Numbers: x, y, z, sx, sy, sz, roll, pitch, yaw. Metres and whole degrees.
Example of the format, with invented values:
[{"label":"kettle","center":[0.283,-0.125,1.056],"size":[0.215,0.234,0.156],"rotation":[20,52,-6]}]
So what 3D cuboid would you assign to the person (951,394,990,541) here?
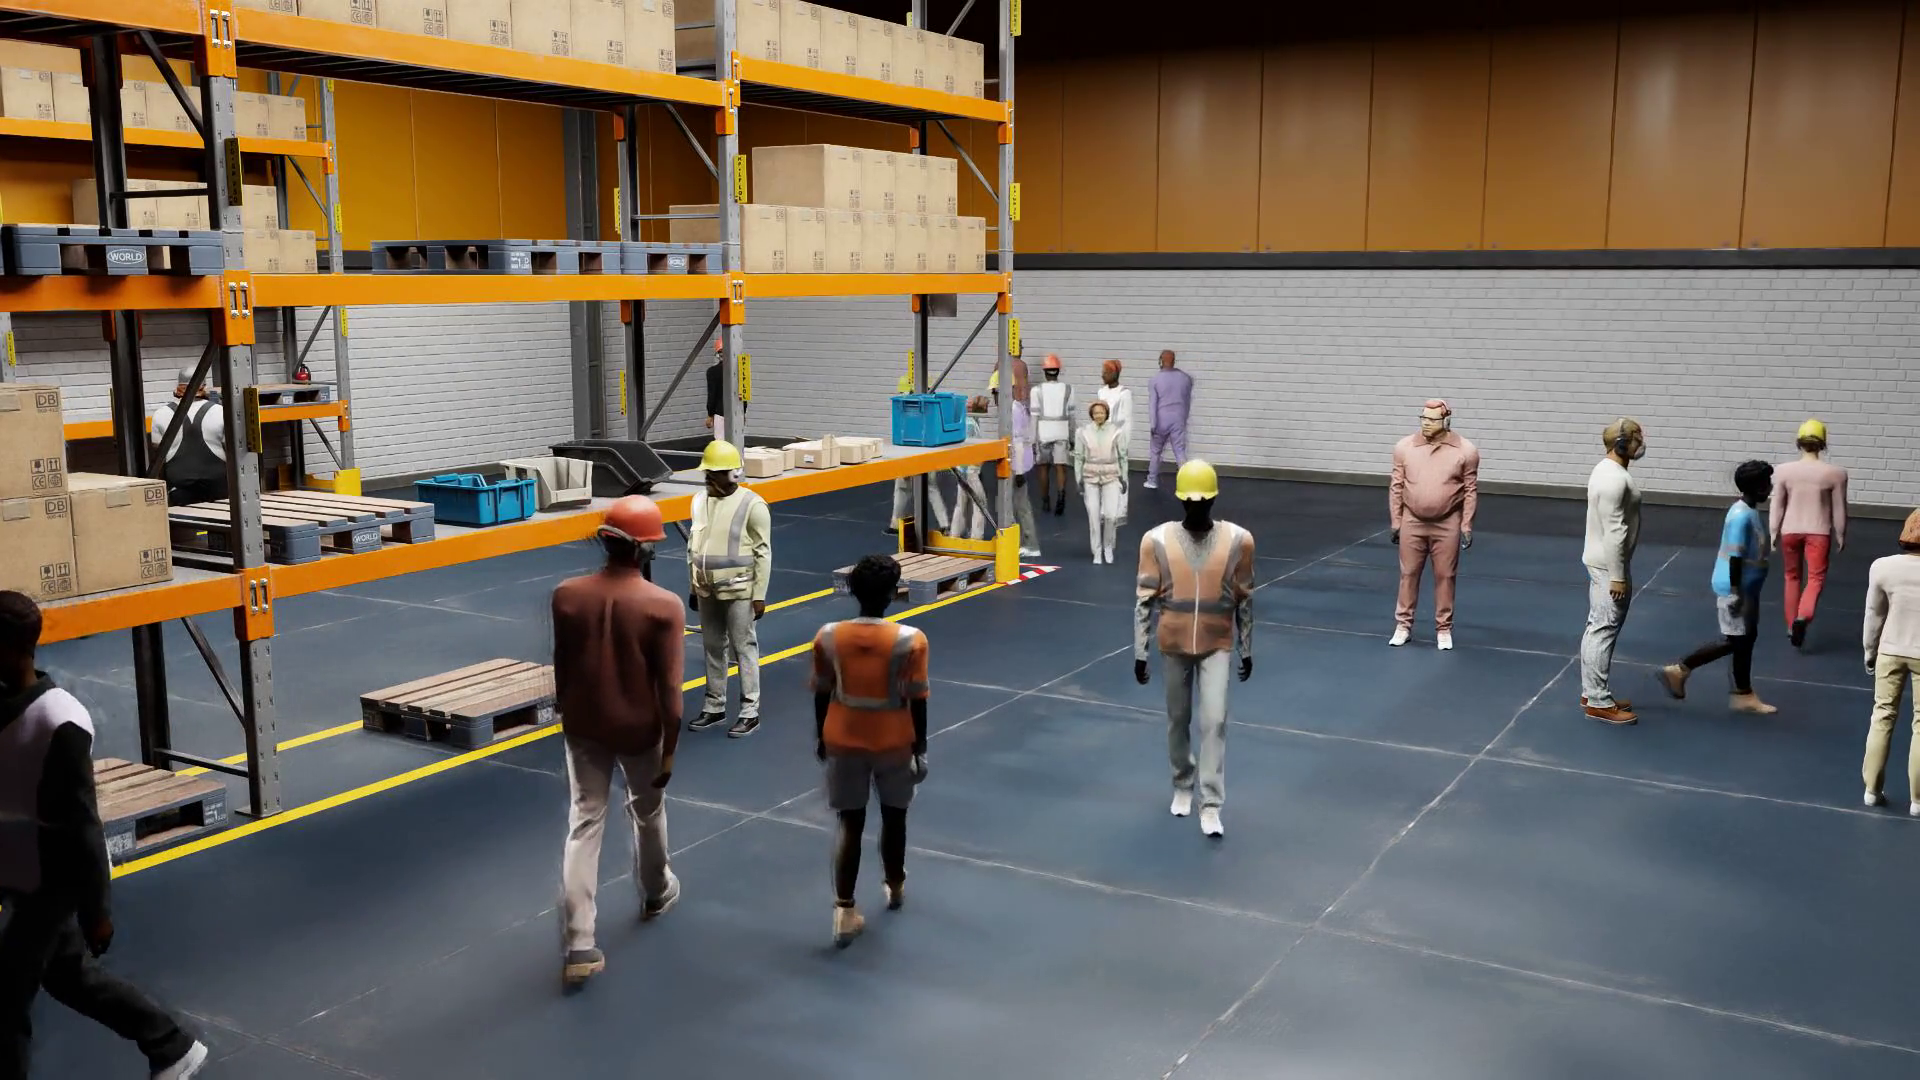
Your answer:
[{"label":"person","center":[0.157,-0.671,16.907],"size":[0.599,1.612,0.526],"rotation":[0,9,2]}]

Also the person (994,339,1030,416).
[{"label":"person","center":[0.789,-1.970,24.140],"size":[0.403,1.904,0.651],"rotation":[-8,12,-40]}]

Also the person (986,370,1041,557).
[{"label":"person","center":[0.537,-0.740,16.530],"size":[0.581,1.886,0.611],"rotation":[0,9,0]}]

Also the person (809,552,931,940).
[{"label":"person","center":[-0.372,0.870,7.209],"size":[0.557,1.651,0.705],"rotation":[2,9,11]}]

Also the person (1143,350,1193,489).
[{"label":"person","center":[2.732,-1.545,21.645],"size":[0.642,1.862,0.992],"rotation":[-2,9,-14]}]

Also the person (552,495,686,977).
[{"label":"person","center":[-1.424,0.777,6.929],"size":[0.614,1.935,1.083],"rotation":[1,9,5]}]

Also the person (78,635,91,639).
[{"label":"person","center":[-7.036,-0.107,12.572],"size":[0.825,1.889,0.409],"rotation":[-7,11,-36]}]

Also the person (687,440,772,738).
[{"label":"person","center":[-1.446,0.296,10.227],"size":[0.603,1.828,0.404],"rotation":[5,11,31]}]

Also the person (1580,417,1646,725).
[{"label":"person","center":[4.151,0.187,10.572],"size":[0.372,1.940,0.631],"rotation":[3,9,16]}]

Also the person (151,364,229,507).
[{"label":"person","center":[-6.853,-0.567,14.958],"size":[0.688,2.000,0.536],"rotation":[-3,10,-21]}]

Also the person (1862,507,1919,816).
[{"label":"person","center":[5.021,0.633,8.767],"size":[0.277,1.628,0.501],"rotation":[-7,12,-39]}]

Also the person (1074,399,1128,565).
[{"label":"person","center":[1.366,-0.555,16.168],"size":[0.524,1.619,0.442],"rotation":[1,9,6]}]

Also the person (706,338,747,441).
[{"label":"person","center":[-3.110,-1.680,22.063],"size":[0.623,1.987,0.394],"rotation":[-8,12,-42]}]

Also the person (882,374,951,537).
[{"label":"person","center":[-0.433,-0.877,17.736],"size":[0.965,1.780,0.603],"rotation":[9,13,44]}]

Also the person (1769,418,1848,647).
[{"label":"person","center":[6.451,-0.054,12.700],"size":[0.528,1.746,0.781],"rotation":[7,11,37]}]

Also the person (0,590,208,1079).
[{"label":"person","center":[-2.893,1.063,5.273],"size":[0.596,1.882,0.975],"rotation":[7,12,38]}]

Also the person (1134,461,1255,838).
[{"label":"person","center":[1.183,0.552,8.435],"size":[0.611,1.889,0.892],"rotation":[2,9,9]}]

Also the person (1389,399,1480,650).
[{"label":"person","center":[3.566,-0.117,12.581],"size":[0.642,1.905,0.399],"rotation":[4,10,22]}]

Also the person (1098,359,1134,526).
[{"label":"person","center":[1.730,-1.096,18.751],"size":[0.339,1.882,0.583],"rotation":[-6,11,-33]}]

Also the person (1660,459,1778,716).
[{"label":"person","center":[4.919,0.300,10.663],"size":[0.630,1.674,0.550],"rotation":[5,10,29]}]

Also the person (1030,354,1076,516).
[{"label":"person","center":[1.092,-1.233,19.544],"size":[0.547,1.910,0.880],"rotation":[0,9,-1]}]
